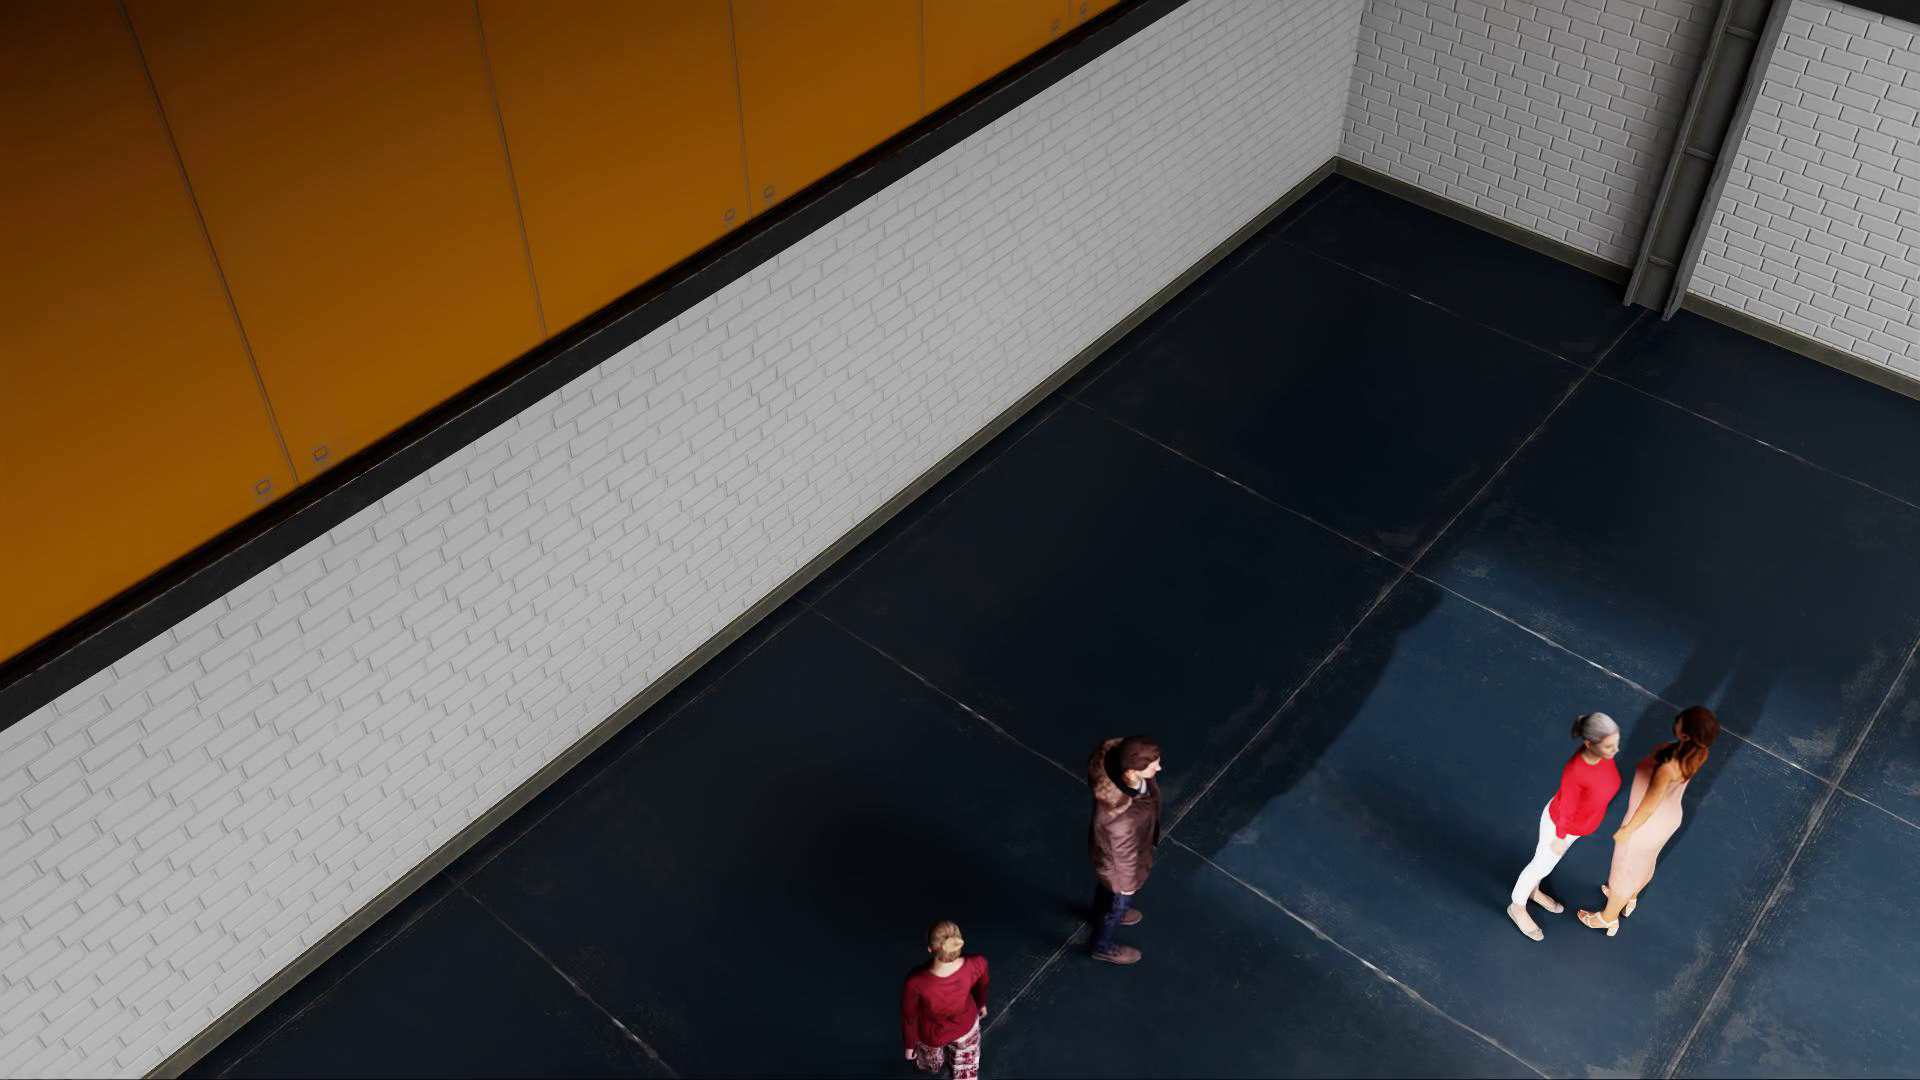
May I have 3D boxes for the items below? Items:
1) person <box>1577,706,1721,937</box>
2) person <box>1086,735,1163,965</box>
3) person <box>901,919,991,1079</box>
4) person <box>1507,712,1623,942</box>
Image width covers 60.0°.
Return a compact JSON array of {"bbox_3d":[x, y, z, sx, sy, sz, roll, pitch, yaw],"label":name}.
[{"bbox_3d":[3.779,1.533,9.079,0.618,1.831,0.563,-30,51,-28],"label":"person"},{"bbox_3d":[0.855,1.646,8.956,0.881,1.839,0.864,4,44,4],"label":"person"},{"bbox_3d":[-0.043,2.459,8.232,0.990,1.661,1.160,-12,45,-13],"label":"person"},{"bbox_3d":[3.339,1.549,9.163,0.552,1.693,0.553,33,53,30],"label":"person"}]
